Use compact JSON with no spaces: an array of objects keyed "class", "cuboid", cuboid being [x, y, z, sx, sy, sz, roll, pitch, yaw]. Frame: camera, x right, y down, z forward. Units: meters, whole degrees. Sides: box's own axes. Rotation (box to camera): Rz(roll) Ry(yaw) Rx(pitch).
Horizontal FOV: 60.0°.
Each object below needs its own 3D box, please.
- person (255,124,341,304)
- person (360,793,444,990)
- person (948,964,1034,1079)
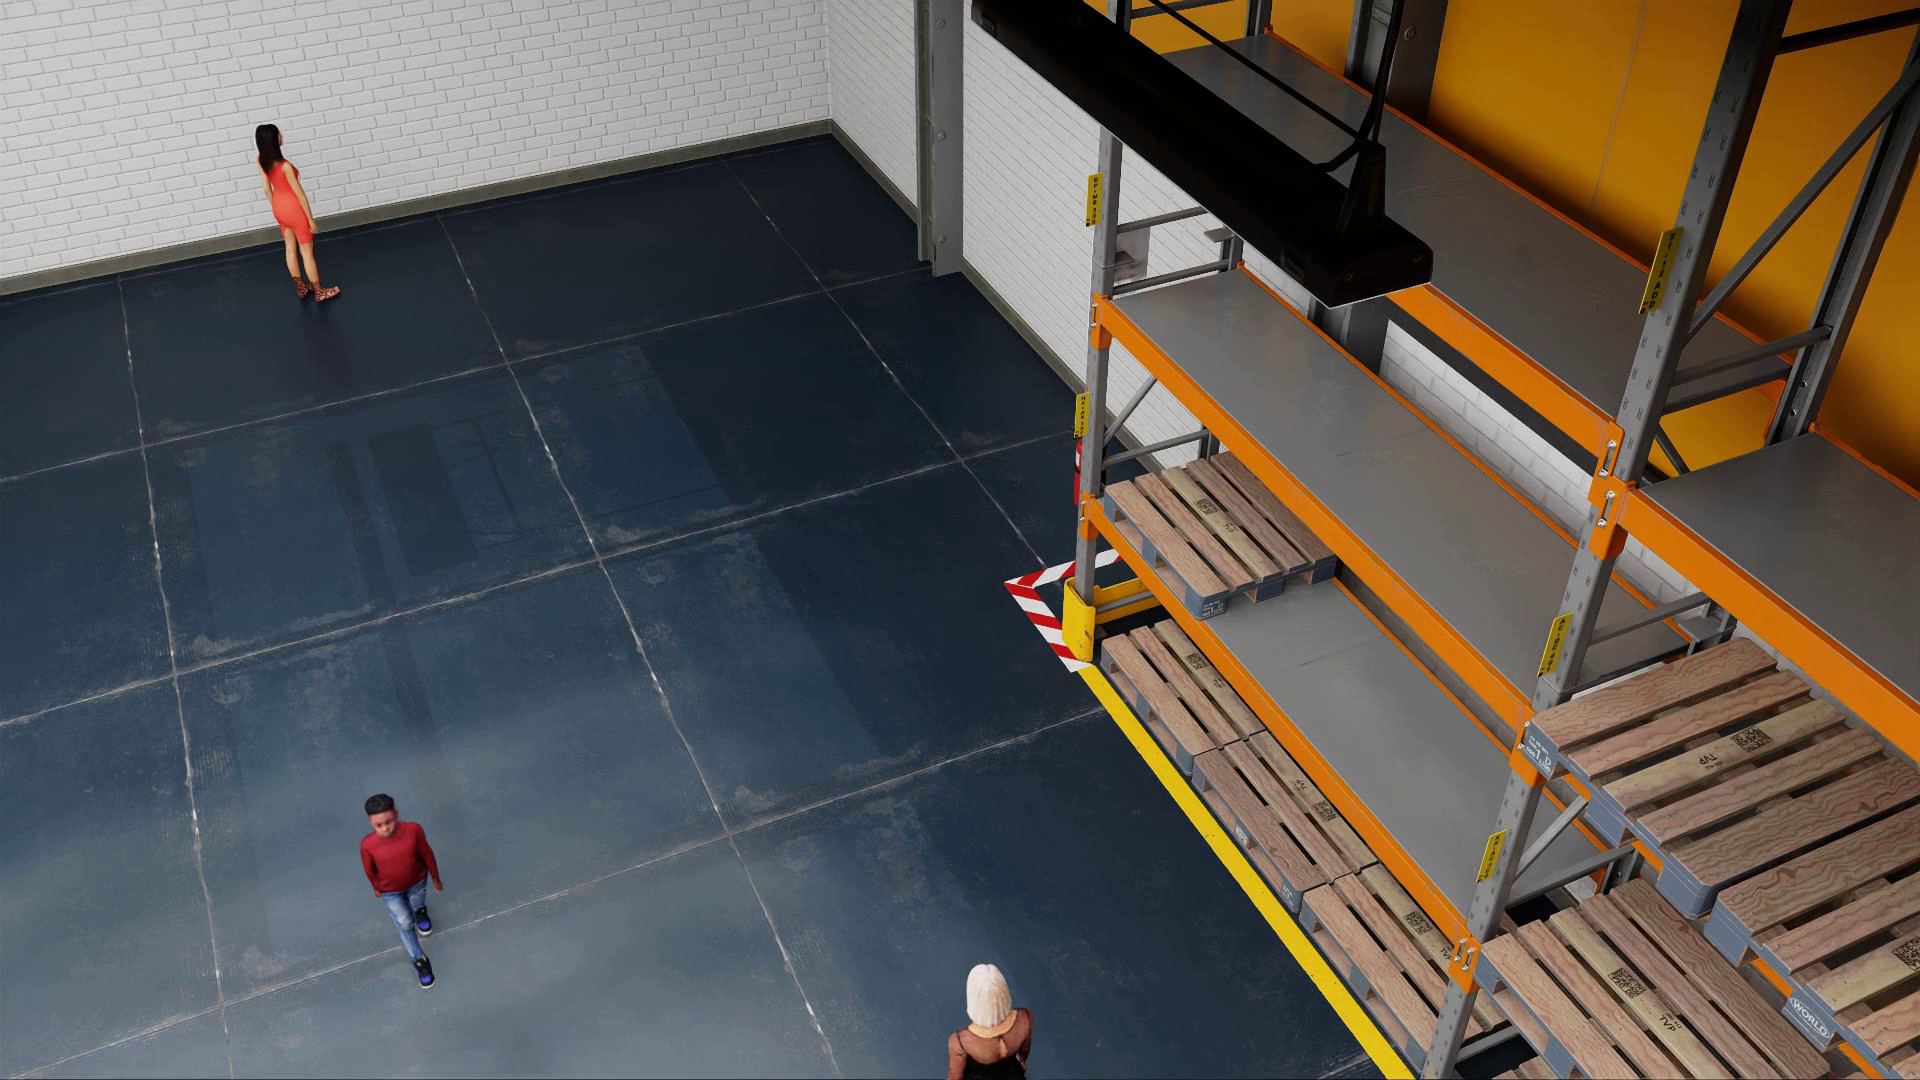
[{"class":"person","cuboid":[-6.019,-2.936,14.964,0.652,1.719,0.727,16,41,19]},{"class":"person","cuboid":[-3.146,1.857,9.361,0.546,1.221,0.864,-19,42,-22]},{"class":"person","cuboid":[0.177,2.712,7.895,0.685,1.714,0.980,-13,40,-15]}]
